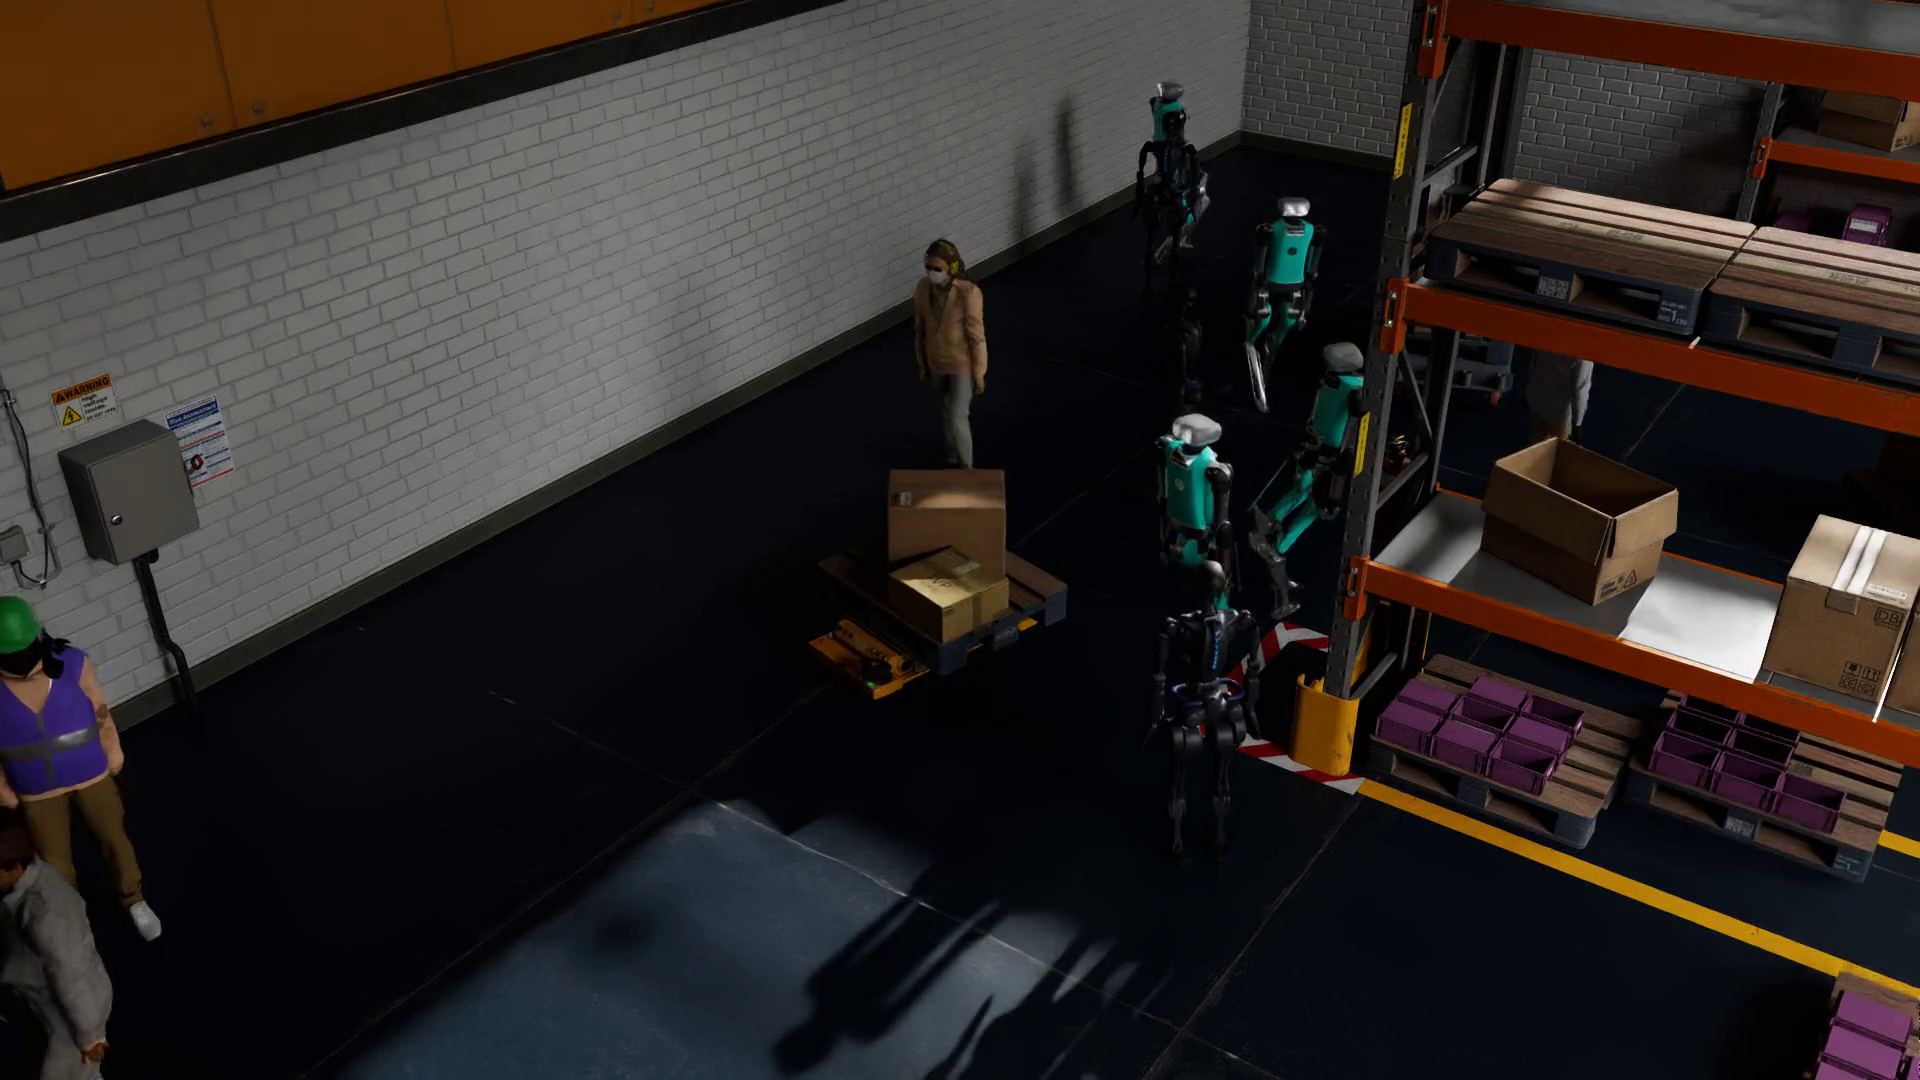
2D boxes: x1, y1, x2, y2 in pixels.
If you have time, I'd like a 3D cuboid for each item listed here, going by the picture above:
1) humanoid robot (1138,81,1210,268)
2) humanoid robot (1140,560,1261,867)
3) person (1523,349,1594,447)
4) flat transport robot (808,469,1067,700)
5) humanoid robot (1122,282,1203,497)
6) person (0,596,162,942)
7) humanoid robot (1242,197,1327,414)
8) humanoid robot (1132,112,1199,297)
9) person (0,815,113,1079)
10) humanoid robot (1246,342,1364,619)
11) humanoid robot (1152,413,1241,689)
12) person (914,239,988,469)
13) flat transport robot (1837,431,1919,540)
[{"bbox_3d":[2.074,-3.391,15.453,0.957,1.742,0.567,-11,32,-18],"label":"humanoid robot"},{"bbox_3d":[1.187,0.856,8.146,0.609,1.650,0.340,-6,31,-11],"label":"humanoid robot"},{"bbox_3d":[3.950,-0.916,11.173,0.533,1.718,0.613,-8,31,-14],"label":"person"},{"bbox_3d":[-0.160,0.505,10.164,1.431,0.231,0.659,-23,37,-34],"label":"flat transport robot"},{"bbox_3d":[1.457,-0.936,11.288,0.622,1.640,0.620,2,30,4],"label":"humanoid robot"},{"bbox_3d":[-4.072,1.068,7.524,0.543,1.928,0.423,-18,34,-28],"label":"person"},{"bbox_3d":[2.393,-1.815,12.812,0.549,1.872,0.825,-3,30,-4],"label":"humanoid robot"},{"bbox_3d":[1.822,-2.981,14.792,0.599,1.653,0.315,9,31,15],"label":"humanoid robot"},{"bbox_3d":[-3.425,1.780,6.411,0.502,1.816,0.507,-26,39,-37],"label":"person"},{"bbox_3d":[2.035,-0.338,10.161,0.750,1.758,0.541,-8,31,-13],"label":"humanoid robot"},{"bbox_3d":[1.466,0.048,9.523,0.787,1.803,0.537,-23,37,-34],"label":"humanoid robot"},{"bbox_3d":[-0.074,-1.214,11.577,0.585,1.851,0.529,19,35,29],"label":"person"},{"bbox_3d":[6.517,0.076,10.908,1.431,0.231,0.659,-2,30,-4],"label":"flat transport robot"}]
